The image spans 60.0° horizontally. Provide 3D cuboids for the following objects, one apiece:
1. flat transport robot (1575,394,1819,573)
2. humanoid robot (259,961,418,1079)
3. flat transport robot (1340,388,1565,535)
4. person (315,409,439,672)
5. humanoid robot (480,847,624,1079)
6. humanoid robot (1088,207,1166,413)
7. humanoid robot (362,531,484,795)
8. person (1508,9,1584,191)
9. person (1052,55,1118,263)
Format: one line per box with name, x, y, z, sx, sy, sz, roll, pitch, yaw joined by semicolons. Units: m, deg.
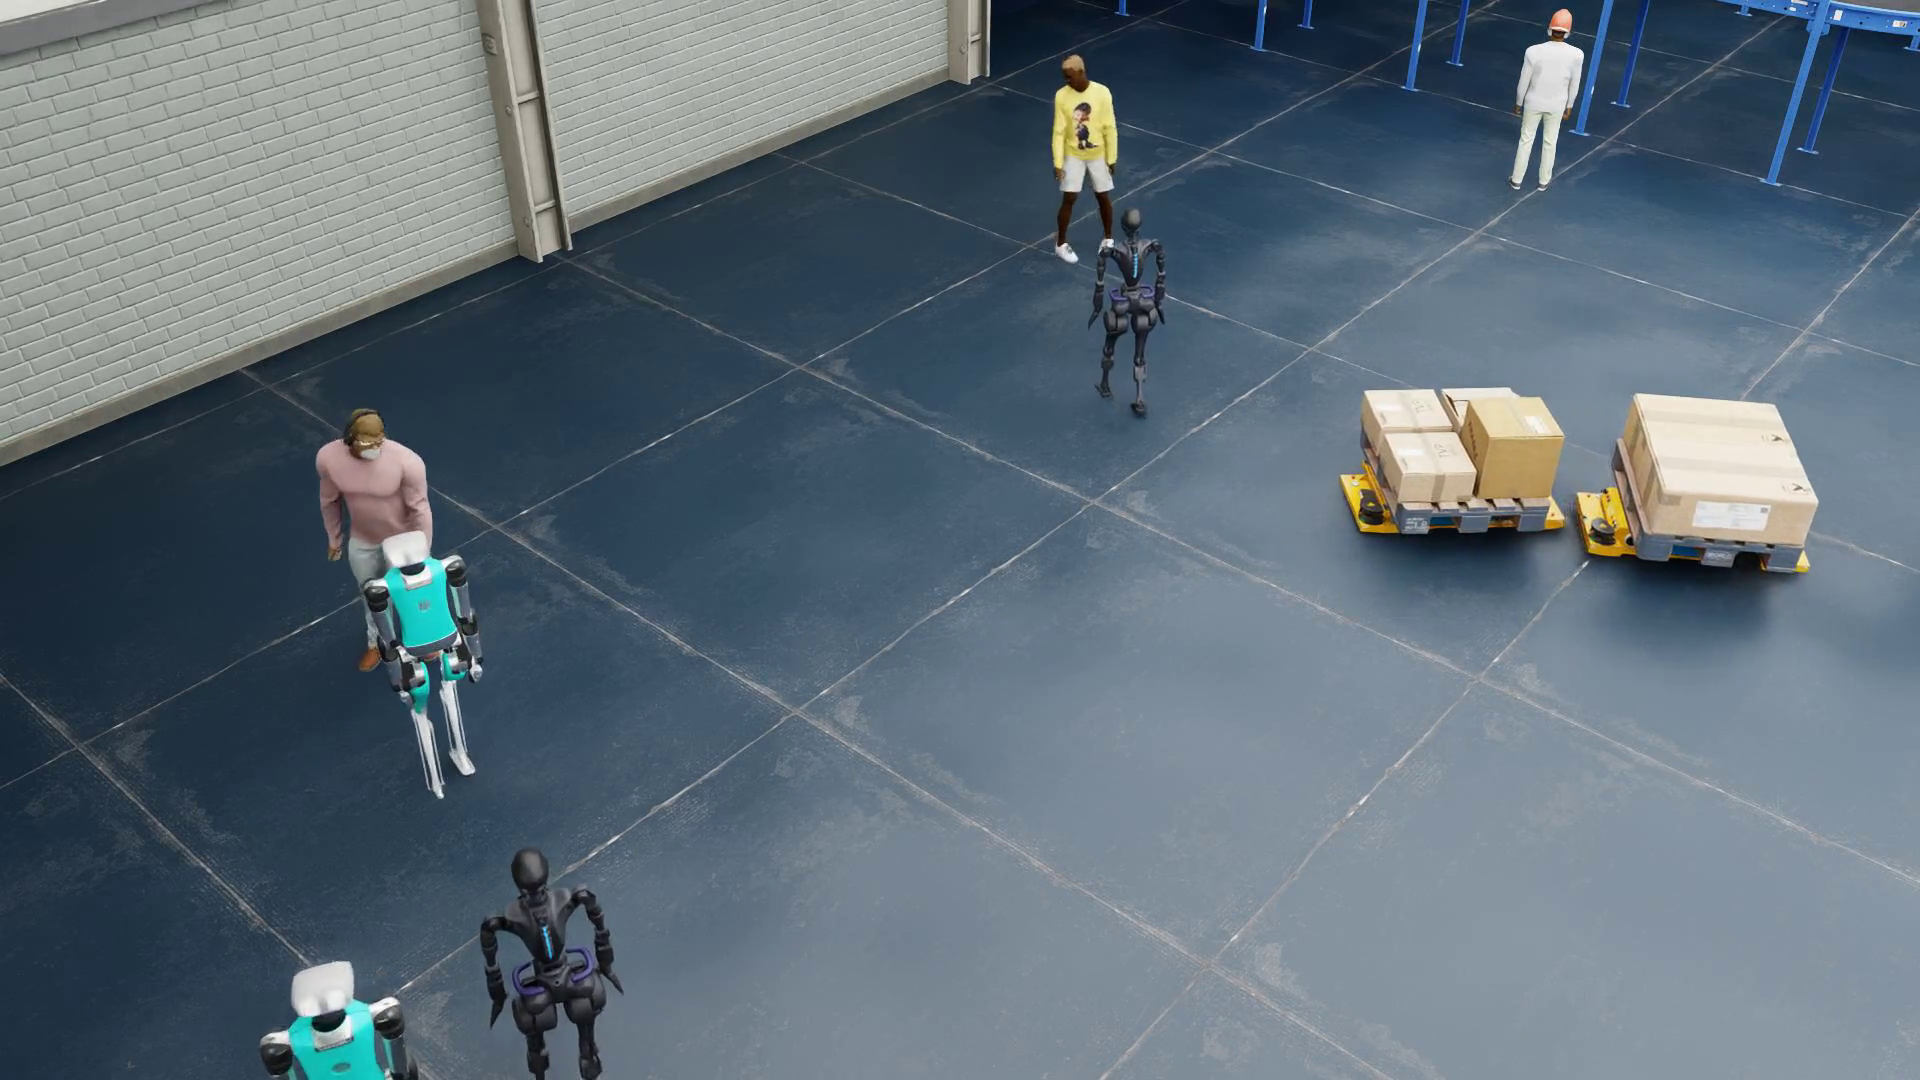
flat transport robot;5.060;-0.094;11.520;1.431;0.231;0.659;5;36;8
humanoid robot;-2.541;2.285;6.964;0.541;1.813;0.925;-15;38;-20
flat transport robot;3.491;-0.316;11.832;1.431;0.231;0.659;-1;35;-2
person;-3.463;-0.005;9.989;0.672;1.908;0.421;4;36;6
humanoid robot;-1.808;1.976;7.395;0.590;1.650;0.359;-15;38;-20
humanoid robot;1.289;-1.775;12.685;0.599;1.637;0.617;-6;36;-9
humanoid robot;-2.964;0.635;9.258;0.535;1.830;0.682;-19;40;-24
person;5.649;-4.237;16.057;0.559;1.751;0.324;7;36;10
person;1.103;-3.378;14.759;0.584;1.862;0.509;3;36;4
